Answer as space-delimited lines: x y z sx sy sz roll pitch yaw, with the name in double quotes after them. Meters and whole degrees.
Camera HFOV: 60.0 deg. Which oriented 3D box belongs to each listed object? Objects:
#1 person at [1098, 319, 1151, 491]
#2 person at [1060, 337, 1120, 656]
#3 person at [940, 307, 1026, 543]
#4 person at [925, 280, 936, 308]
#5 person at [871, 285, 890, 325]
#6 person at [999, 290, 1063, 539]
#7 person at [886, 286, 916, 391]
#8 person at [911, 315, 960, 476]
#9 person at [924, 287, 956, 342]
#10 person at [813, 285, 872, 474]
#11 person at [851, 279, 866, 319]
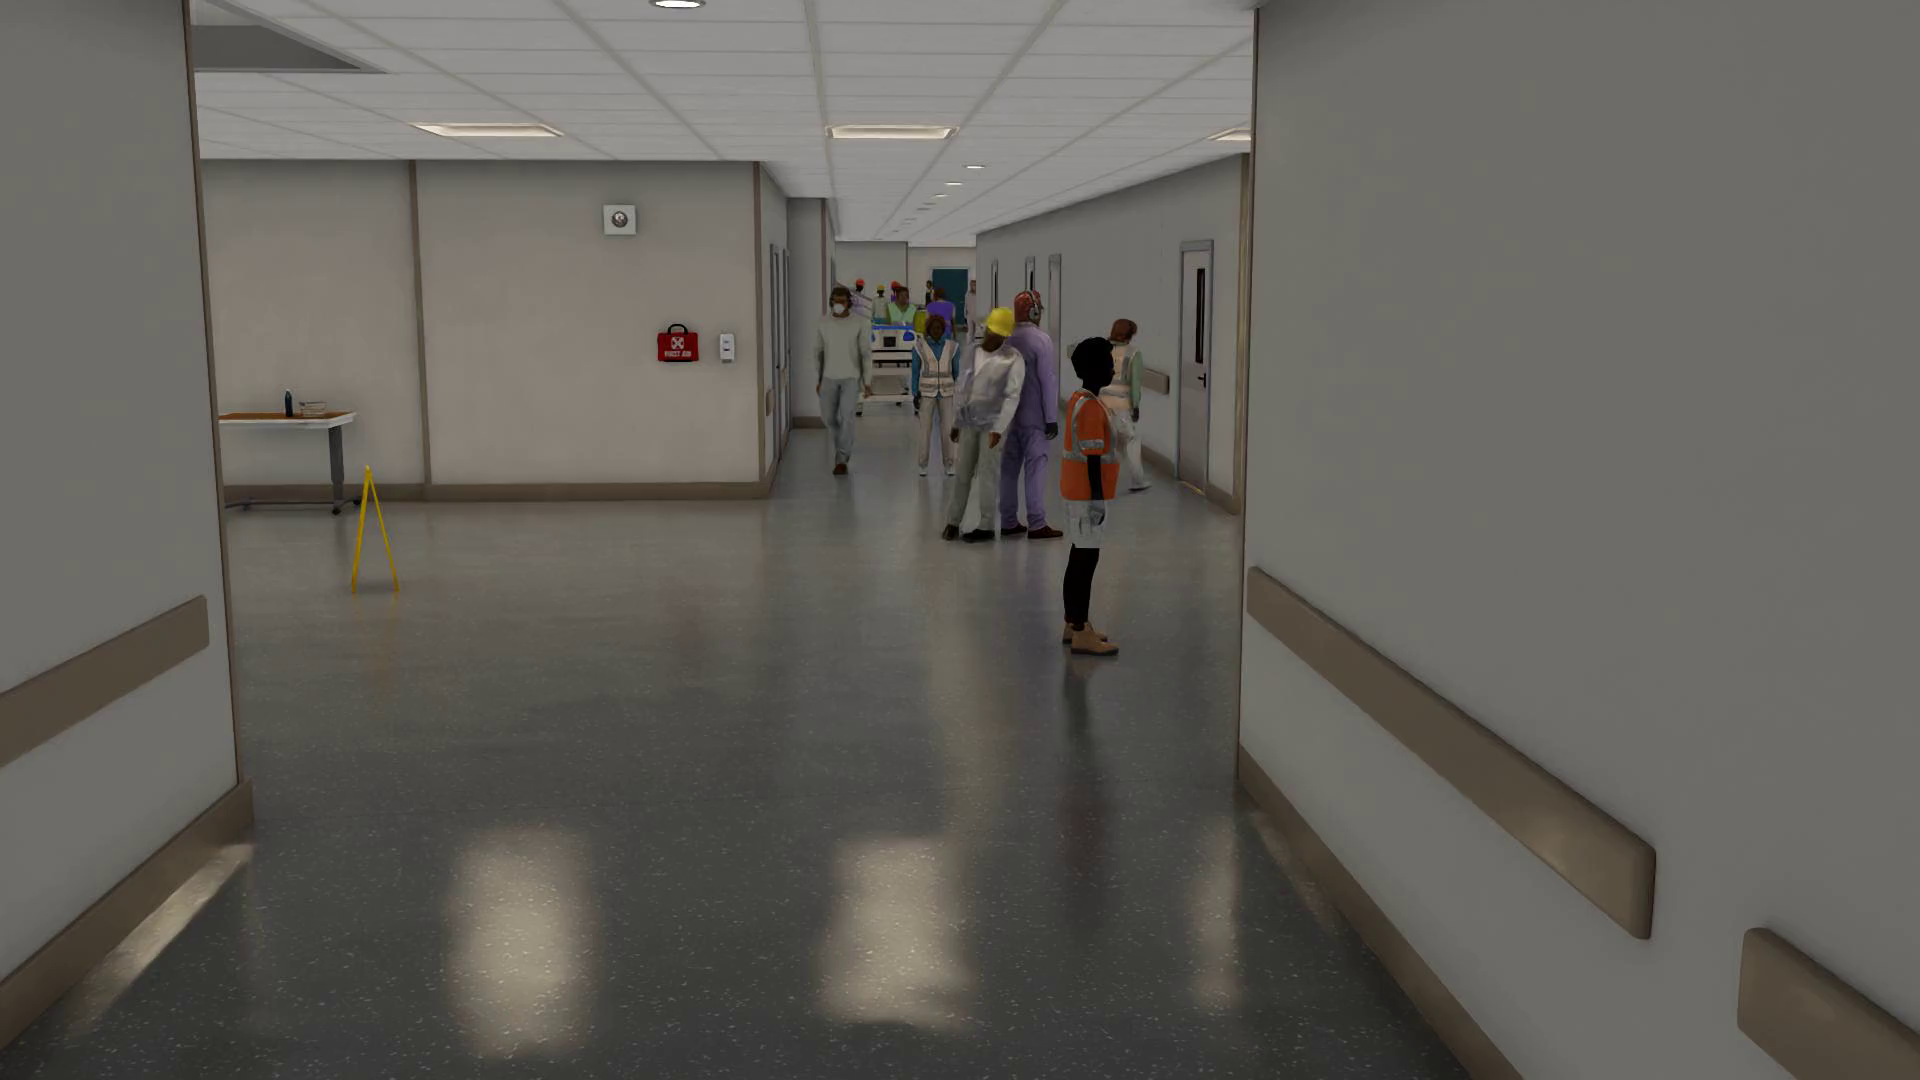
1.526 -1.244 15.472 0.545 1.613 0.671 8 12 40 "person"
0.699 -0.237 8.924 0.316 1.695 0.542 -1 9 -4 "person"
0.146 -0.862 12.626 0.667 1.781 0.474 8 12 41 "person"
-1.042 -8.089 57.750 0.349 1.847 0.505 -6 11 -33 "person"
-2.127 -5.944 44.529 0.532 1.770 0.306 2 9 12 "person"
0.526 -0.965 12.838 0.408 1.909 0.642 -9 12 -43 "person"
-1.050 -3.545 29.252 0.581 1.828 0.571 -3 10 -19 "person"
-0.240 -1.454 16.779 0.509 1.629 0.314 -2 9 -10 "person"
-0.399 -3.831 31.156 0.586 1.796 0.938 -3 9 -17 "person"
-1.194 -1.642 17.036 0.639 1.922 0.595 2 9 11 "person"
-2.840 -6.397 46.908 0.405 1.924 0.557 6 11 33 "person"
